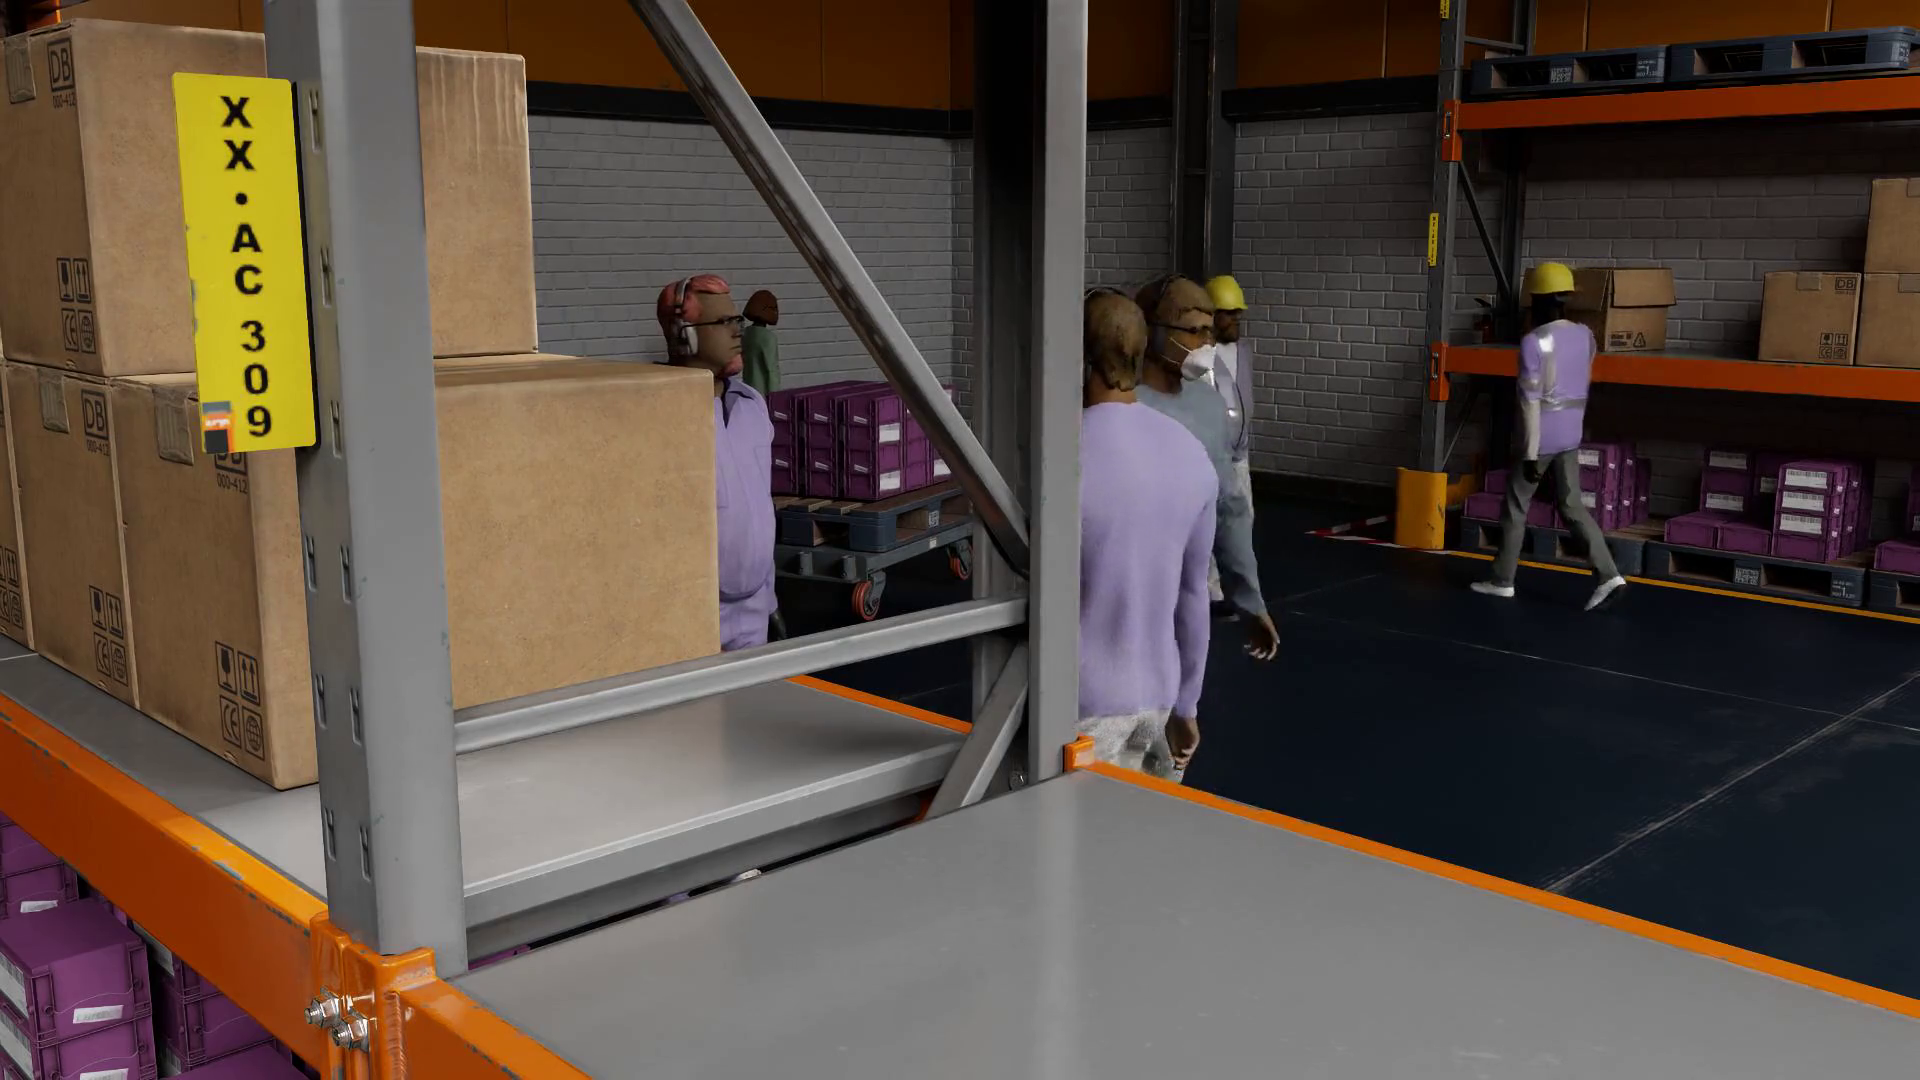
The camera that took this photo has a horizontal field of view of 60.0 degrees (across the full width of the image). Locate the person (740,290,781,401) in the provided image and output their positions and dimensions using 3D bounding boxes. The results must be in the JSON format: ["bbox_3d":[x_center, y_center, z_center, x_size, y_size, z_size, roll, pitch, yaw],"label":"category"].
[{"bbox_3d":[-1.446,-1.002,12.146,0.266,1.628,0.501,-7,12,-32],"label":"person"}]

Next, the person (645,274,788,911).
[{"bbox_3d":[-0.728,0.200,4.808,0.407,1.913,0.641,7,12,32],"label":"person"}]

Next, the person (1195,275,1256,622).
[{"bbox_3d":[1.320,-0.490,8.819,0.600,1.815,0.523,-8,13,-37],"label":"person"}]

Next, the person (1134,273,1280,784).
[{"bbox_3d":[0.576,0.225,4.654,0.648,1.913,0.646,9,13,39],"label":"person"}]

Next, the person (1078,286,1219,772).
[{"bbox_3d":[0.384,0.388,3.798,0.644,1.916,0.892,-10,14,-42],"label":"person"}]

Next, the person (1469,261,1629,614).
[{"bbox_3d":[3.232,-0.557,9.006,0.594,1.897,0.933,-6,12,-29],"label":"person"}]
